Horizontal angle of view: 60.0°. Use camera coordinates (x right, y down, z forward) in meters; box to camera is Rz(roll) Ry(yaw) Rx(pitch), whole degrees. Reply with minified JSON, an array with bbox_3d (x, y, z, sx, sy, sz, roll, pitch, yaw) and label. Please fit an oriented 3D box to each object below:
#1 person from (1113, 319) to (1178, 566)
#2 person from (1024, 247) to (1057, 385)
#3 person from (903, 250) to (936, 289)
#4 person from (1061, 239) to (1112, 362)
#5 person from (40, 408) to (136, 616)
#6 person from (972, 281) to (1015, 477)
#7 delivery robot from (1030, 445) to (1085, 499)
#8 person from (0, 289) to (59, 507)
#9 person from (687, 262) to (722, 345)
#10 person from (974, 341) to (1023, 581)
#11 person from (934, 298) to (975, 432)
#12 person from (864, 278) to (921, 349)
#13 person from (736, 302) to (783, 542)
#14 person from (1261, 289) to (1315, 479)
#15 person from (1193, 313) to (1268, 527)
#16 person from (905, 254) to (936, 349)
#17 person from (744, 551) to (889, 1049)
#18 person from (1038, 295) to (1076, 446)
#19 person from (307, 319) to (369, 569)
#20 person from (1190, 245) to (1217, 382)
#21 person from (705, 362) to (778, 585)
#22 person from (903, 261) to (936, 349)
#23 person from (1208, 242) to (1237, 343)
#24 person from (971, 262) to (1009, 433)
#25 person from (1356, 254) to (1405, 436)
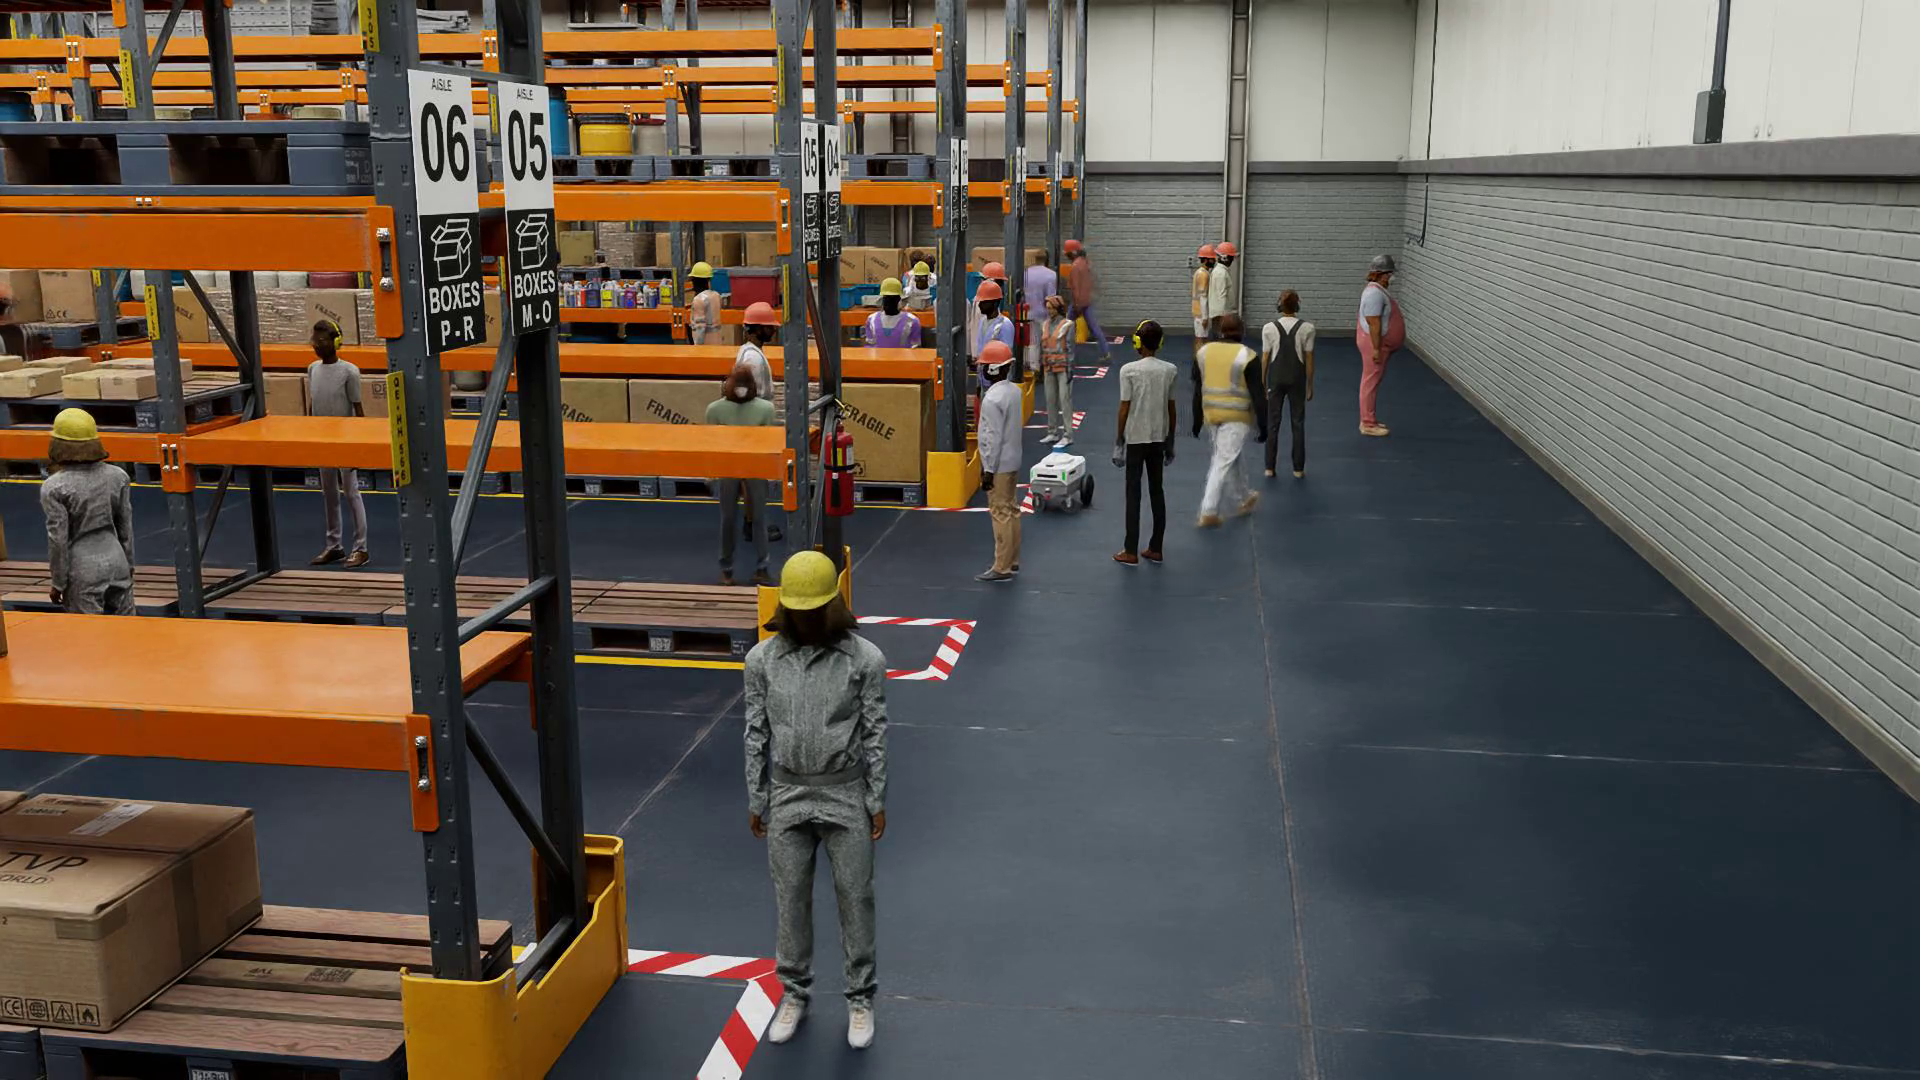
[{"bbox_3d":[1.397,-0.735,12.610,0.518,1.867,0.340,-6,14,-24],"label":"person"},{"bbox_3d":[1.130,-3.106,23.153,0.428,1.923,0.658,-11,17,-41],"label":"person"},{"bbox_3d":[-0.602,-3.258,24.034,0.627,1.844,0.429,-11,16,-40],"label":"person"},{"bbox_3d":[1.921,-3.718,25.927,1.016,1.927,0.716,6,14,27],"label":"person"},{"bbox_3d":[-4.583,0.170,8.780,0.290,1.746,0.487,6,14,26],"label":"person"},{"bbox_3d":[0.300,-1.530,16.049,0.392,1.929,0.545,-7,15,-30],"label":"person"},{"bbox_3d":[0.869,-0.597,14.737,0.477,0.478,0.707,4,13,19],"label":"delivery robot"},{"bbox_3d":[-8.427,-1.257,14.682,1.053,1.986,0.640,2,13,7],"label":"person"},{"bbox_3d":[-2.949,-2.245,19.259,0.360,1.930,0.589,3,13,12],"label":"person"},{"bbox_3d":[0.270,-0.573,12.108,0.337,1.752,0.564,4,13,19],"label":"person"},{"bbox_3d":[-0.029,-2.187,19.048,0.409,1.909,0.651,-7,14,-28],"label":"person"},{"bbox_3d":[-0.673,-1.618,16.430,0.589,1.930,0.360,4,13,16],"label":"person"},{"bbox_3d":[-1.616,-0.950,13.424,0.380,1.931,0.545,-2,13,-10],"label":"person"},{"bbox_3d":[3.171,-1.506,16.147,0.508,1.838,0.337,3,13,14],"label":"person"},{"bbox_3d":[2.319,-1.020,14.083,0.652,1.782,1.008,12,17,43],"label":"person"},{"bbox_3d":[-0.438,-3.011,22.920,0.627,1.844,0.429,8,15,31],"label":"person"},{"bbox_3d":[-0.486,0.878,5.616,0.489,1.732,0.325,1,13,4],"label":"person"},{"bbox_3d":[1.064,-1.848,18.151,0.314,1.630,0.528,-11,17,-41],"label":"person"},{"bbox_3d":[-4.701,-0.718,12.495,0.514,1.876,0.328,5,13,21],"label":"person"},{"bbox_3d":[3.479,-3.209,23.593,0.371,1.935,0.551,0,12,2],"label":"person"},{"bbox_3d":[-1.568,-0.470,11.952,0.513,1.618,0.314,-2,13,-11],"label":"person"},{"bbox_3d":[-0.490,-2.614,21.141,0.588,1.835,0.403,1,13,6],"label":"person"},{"bbox_3d":[3.632,-3.124,23.081,0.377,1.995,0.611,0,12,1],"label":"person"},{"bbox_3d":[0.324,-2.060,18.321,0.408,1.980,0.626,-3,13,-12],"label":"person"},{"bbox_3d":[4.777,-2.220,18.896,0.537,2.000,0.675,3,13,13],"label":"person"}]
